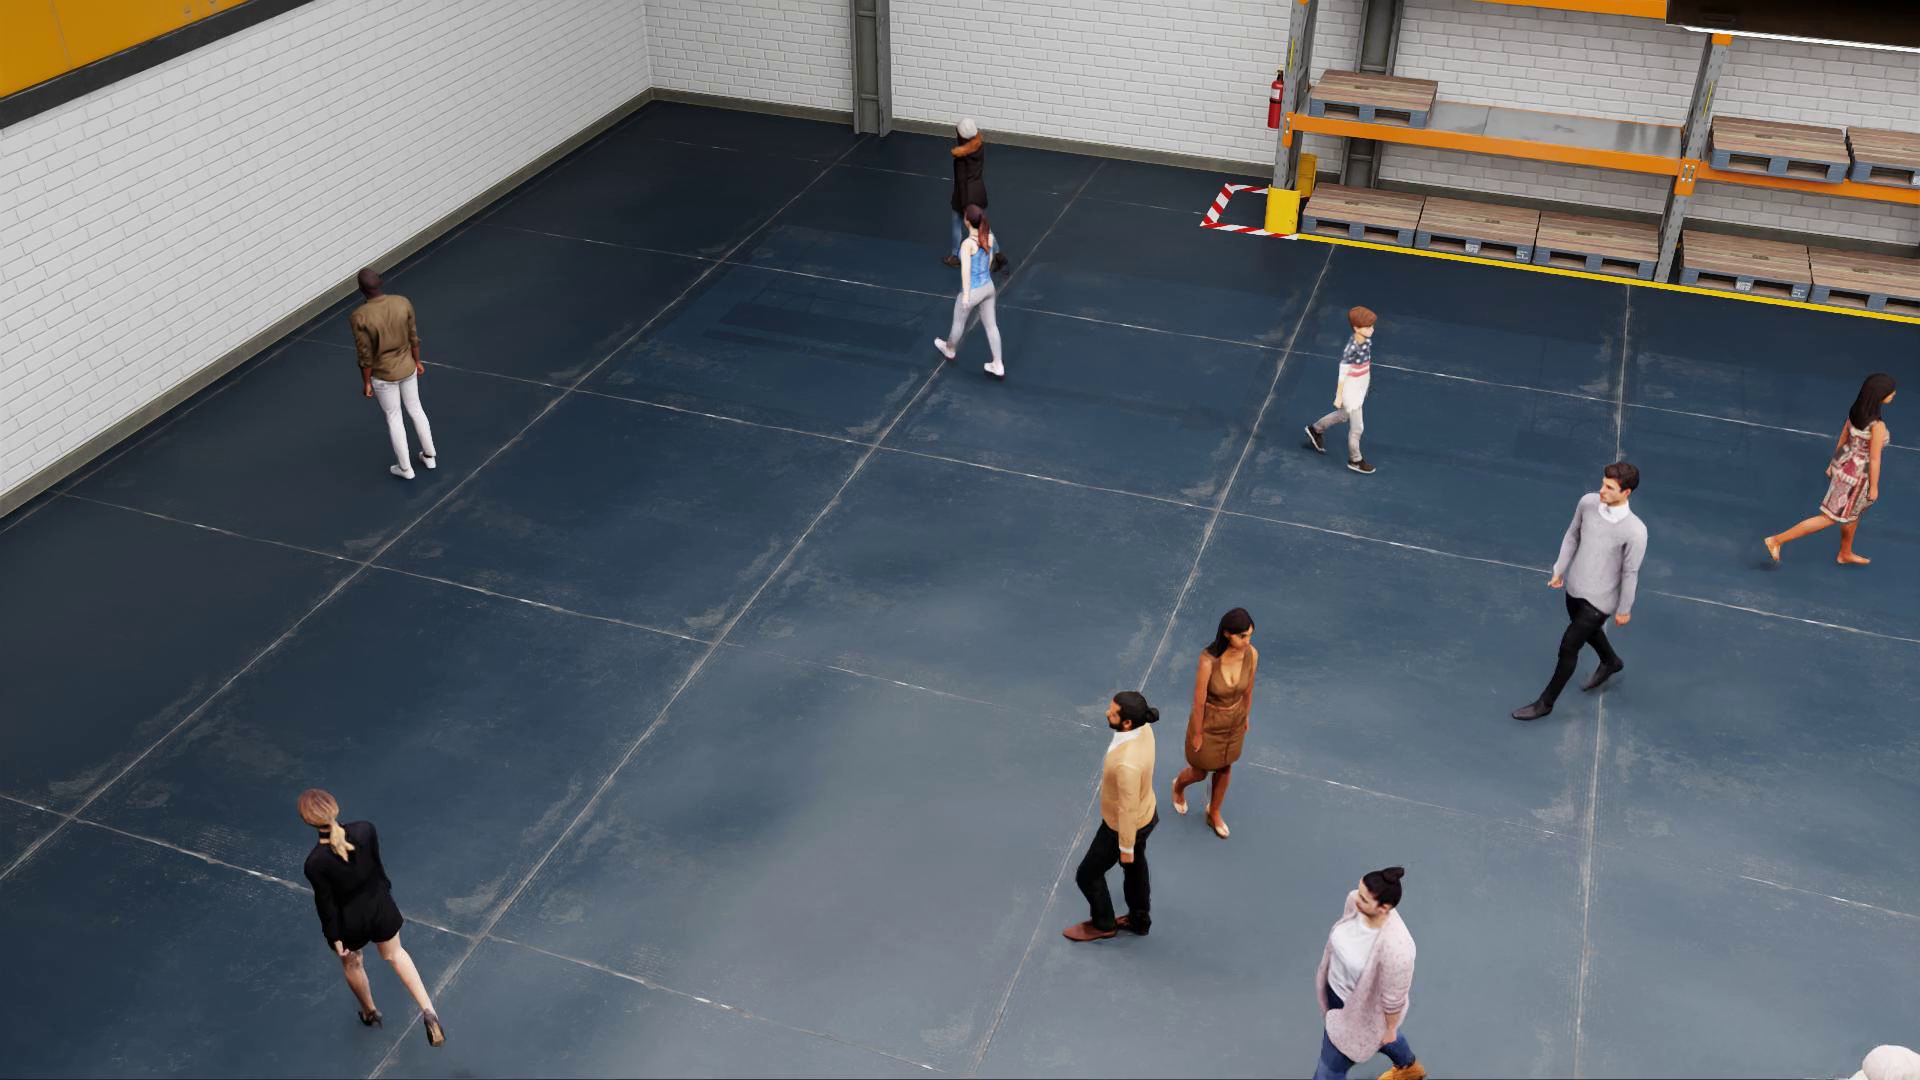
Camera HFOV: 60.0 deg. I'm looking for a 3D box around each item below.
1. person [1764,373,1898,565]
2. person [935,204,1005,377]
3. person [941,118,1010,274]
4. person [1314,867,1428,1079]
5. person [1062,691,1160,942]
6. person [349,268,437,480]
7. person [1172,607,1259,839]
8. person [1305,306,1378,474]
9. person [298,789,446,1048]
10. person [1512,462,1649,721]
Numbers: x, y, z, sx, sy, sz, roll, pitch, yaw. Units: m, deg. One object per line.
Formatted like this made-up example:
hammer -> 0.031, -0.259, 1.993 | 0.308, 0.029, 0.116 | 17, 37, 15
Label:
person -> 6.523, -0.472, 12.333 | 1.137, 1.619, 0.788 | 3, 34, 5
person -> 0.203, -2.210, 14.994 | 0.900, 1.568, 1.132 | -27, 42, -34
person -> 0.162, -3.460, 16.838 | 1.098, 1.609, 0.840 | 25, 41, 32
person -> 2.073, 2.236, 8.181 | 1.230, 1.705, 1.038 | -5, 34, -8
person -> 0.987, 1.561, 9.165 | 0.752, 1.740, 0.727 | 8, 34, 12
person -> -4.593, -1.354, 13.475 | 0.729, 1.824, 0.799 | 28, 42, 35
person -> 1.515, 1.079, 9.941 | 0.754, 1.683, 0.813 | -13, 36, -18
person -> 3.184, -1.270, 13.716 | 0.994, 1.416, 0.716 | 23, 40, 31
person -> -3.019, 1.984, 8.523 | 1.031, 1.747, 0.793 | 25, 41, 33
person -> 4.225, 0.303, 10.891 | 1.330, 1.923, 1.229 | -11, 35, -16
